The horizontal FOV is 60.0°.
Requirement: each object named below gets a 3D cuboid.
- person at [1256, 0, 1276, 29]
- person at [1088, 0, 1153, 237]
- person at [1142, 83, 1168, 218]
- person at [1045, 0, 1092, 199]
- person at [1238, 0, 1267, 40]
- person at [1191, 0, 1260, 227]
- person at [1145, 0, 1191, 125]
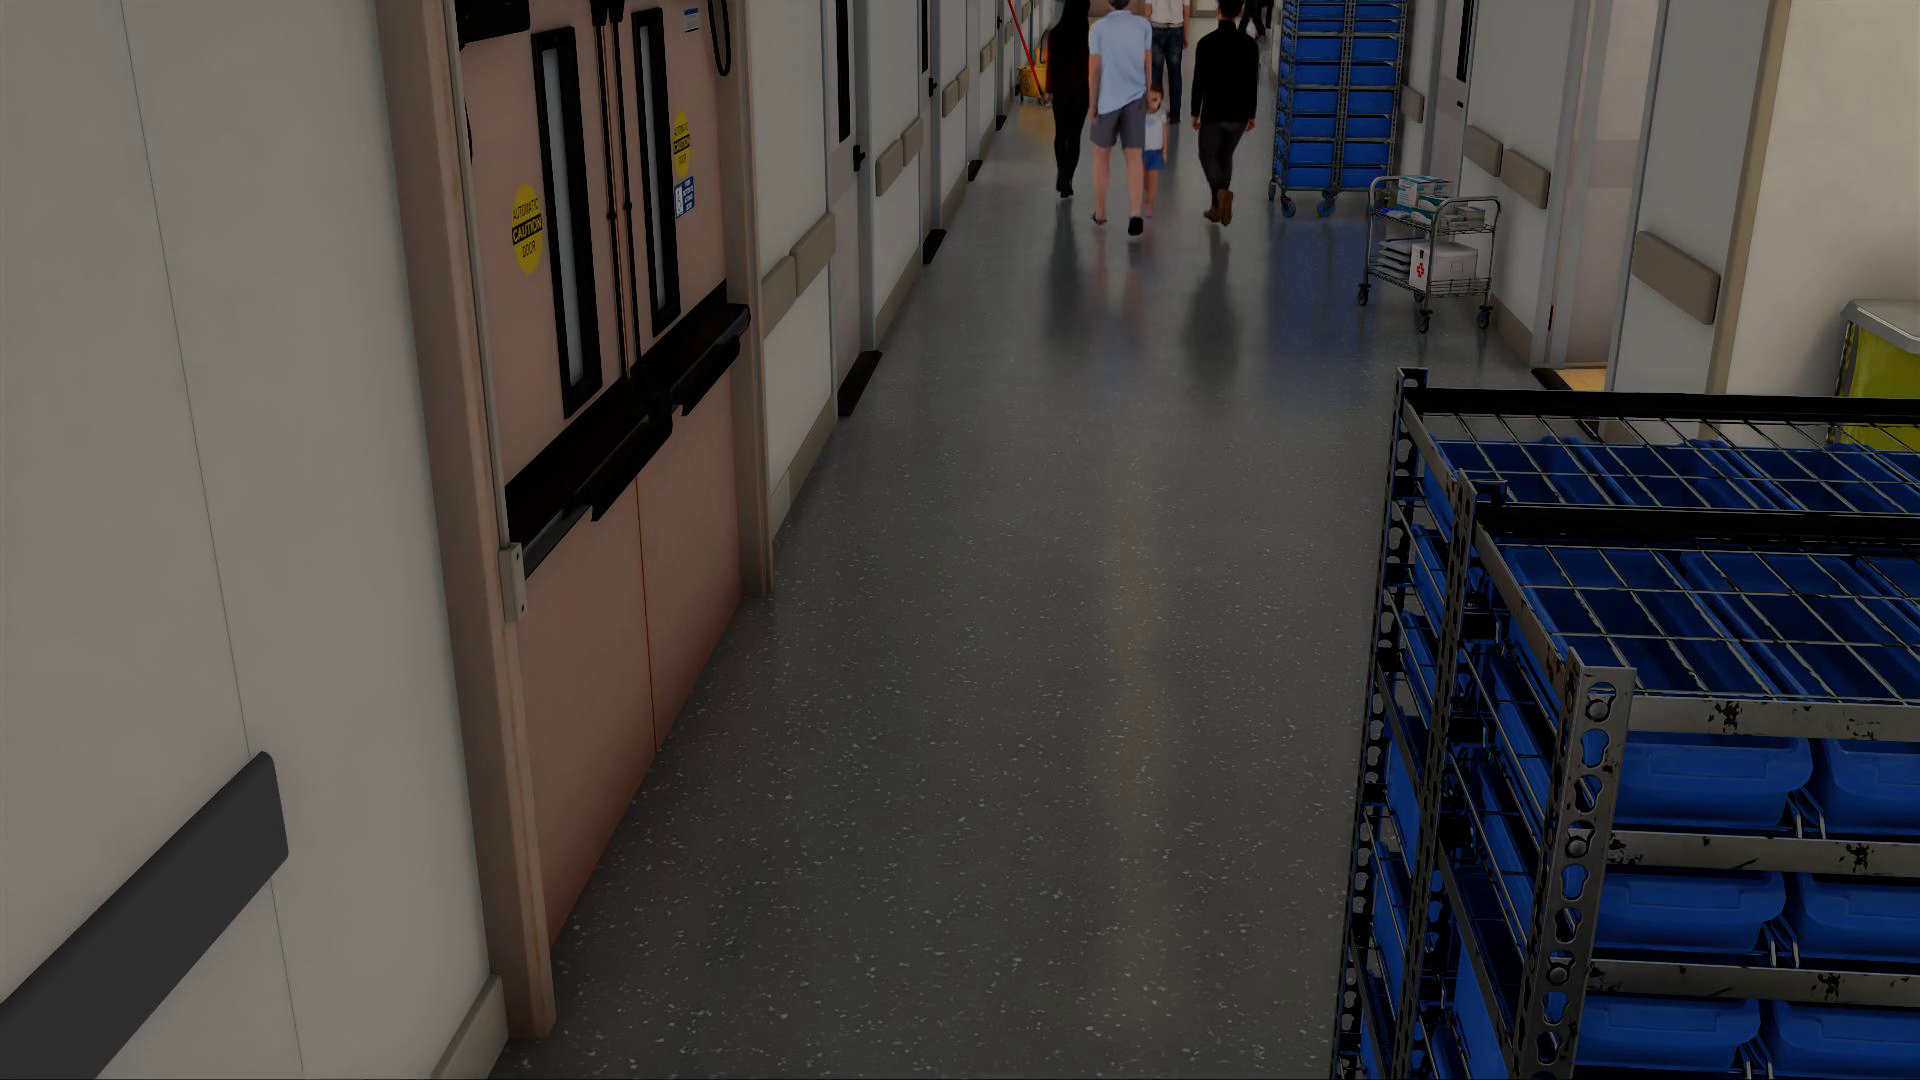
[{"bbox_3d":[6.135,-11.166,33.299,0.661,1.787,1.238,2,21,5],"label":"person"},{"bbox_3d":[1.181,-3.115,12.014,0.757,1.806,1.175,0,21,-1],"label":"person"},{"bbox_3d":[1.489,-3.031,12.915,0.502,1.010,0.640,7,22,17],"label":"person"},{"bbox_3d":[0.899,-3.611,13.555,0.625,1.643,0.582,5,21,12],"label":"person"},{"bbox_3d":[5.327,-9.869,30.106,1.063,1.621,1.123,-17,26,-37],"label":"person"},{"bbox_3d":[1.969,-3.148,12.260,0.863,1.694,1.062,-5,21,-14],"label":"person"},{"bbox_3d":[2.286,-5.583,18.459,0.687,1.856,0.599,0,21,-1],"label":"person"}]
